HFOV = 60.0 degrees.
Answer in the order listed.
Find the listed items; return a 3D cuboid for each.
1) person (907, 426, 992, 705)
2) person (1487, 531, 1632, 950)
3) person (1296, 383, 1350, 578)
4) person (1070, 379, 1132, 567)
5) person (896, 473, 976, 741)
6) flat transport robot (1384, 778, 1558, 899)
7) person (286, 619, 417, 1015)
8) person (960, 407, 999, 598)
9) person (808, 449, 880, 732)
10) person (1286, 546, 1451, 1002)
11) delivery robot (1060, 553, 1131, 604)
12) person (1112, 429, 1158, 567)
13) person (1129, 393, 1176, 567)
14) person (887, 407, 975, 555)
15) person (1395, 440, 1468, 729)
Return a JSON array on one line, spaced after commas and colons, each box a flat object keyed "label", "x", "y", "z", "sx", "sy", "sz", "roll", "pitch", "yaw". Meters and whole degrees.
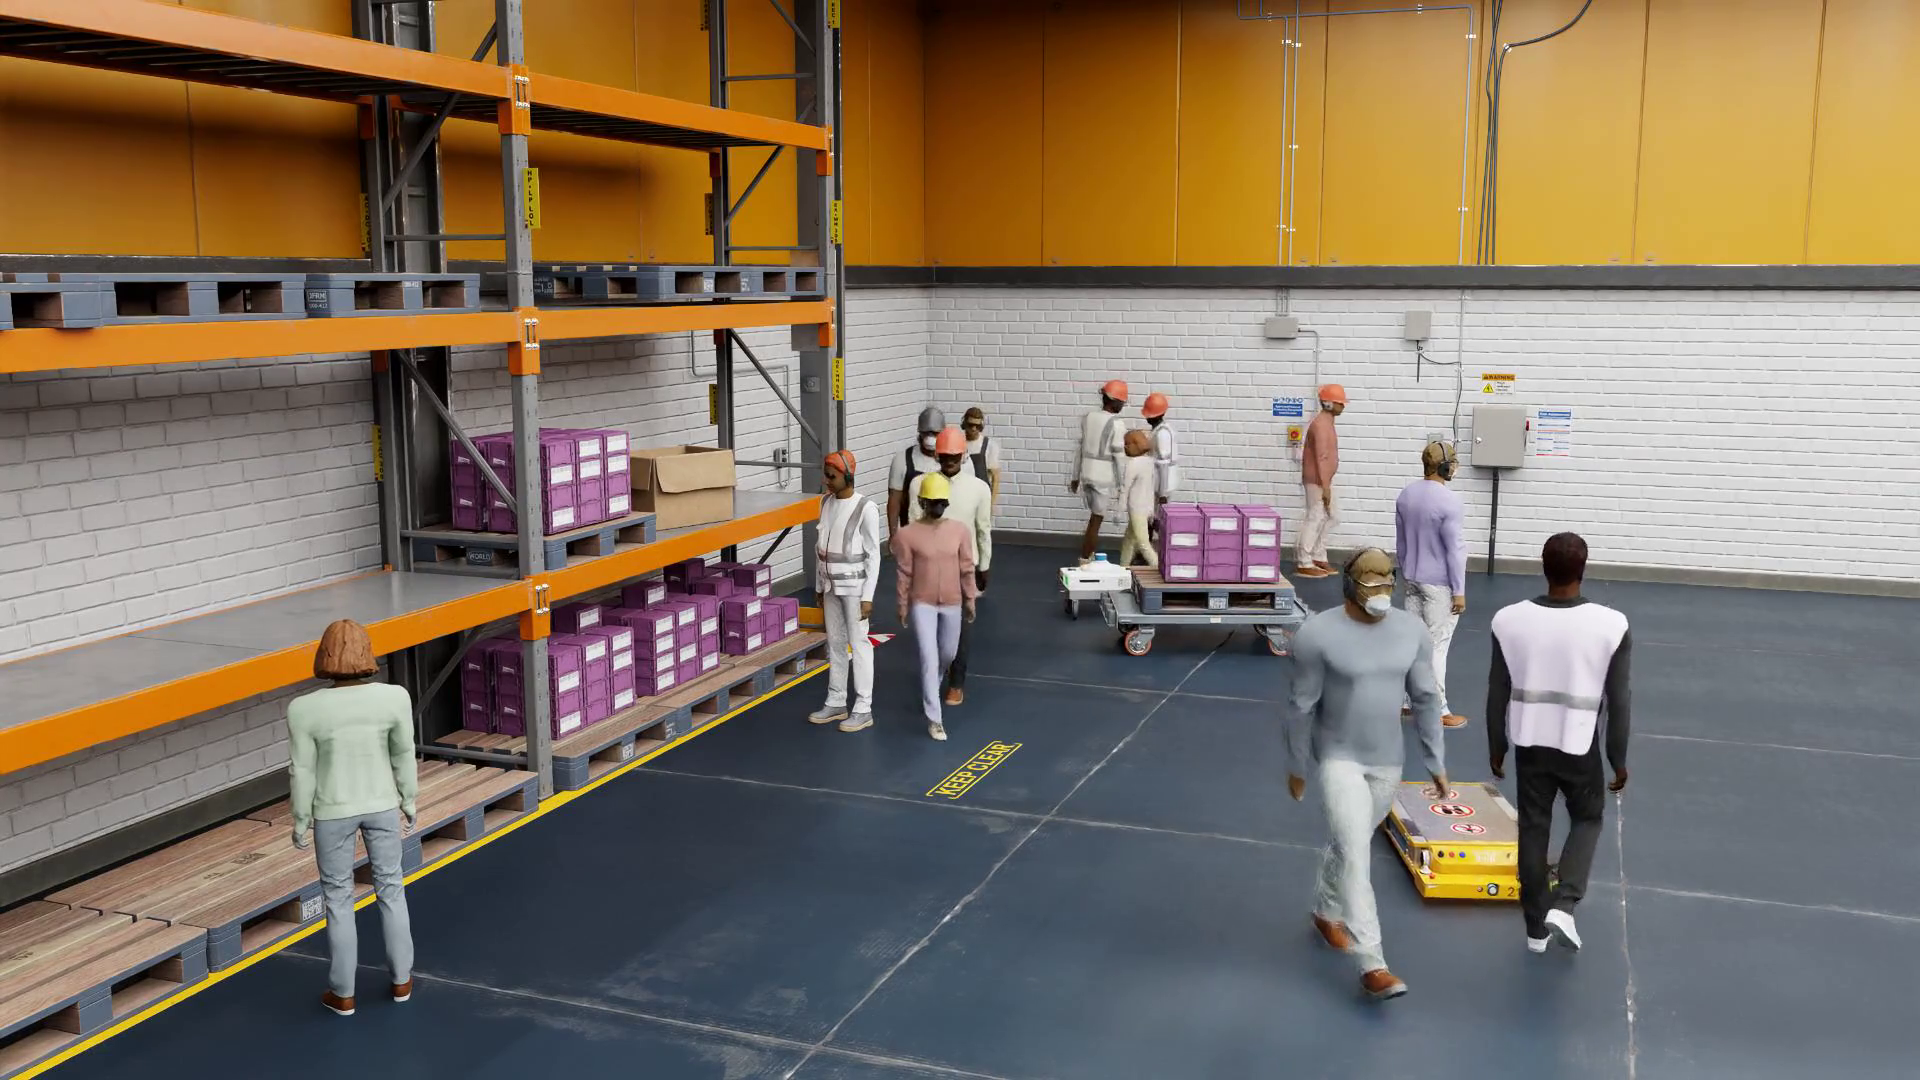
[{"label": "person", "x": -0.072, "y": 0.147, "z": 12.027, "sx": 0.617, "sy": 1.974, "sz": 0.826, "roll": 2, "pitch": 9, "yaw": 10}, {"label": "person", "x": 2.656, "y": 0.910, "z": 7.412, "sx": 0.613, "sy": 1.905, "sz": 0.440, "roll": 5, "pitch": 10, "yaw": 28}, {"label": "person", "x": 3.632, "y": -0.581, "z": 16.579, "sx": 0.574, "sy": 1.967, "sz": 0.645, "roll": 3, "pitch": 10, "yaw": 20}, {"label": "person", "x": 1.443, "y": -0.611, "z": 16.682, "sx": 0.647, "sy": 1.995, "sz": 0.705, "roll": -6, "pitch": 11, "yaw": -35}, {"label": "person", "x": -0.176, "y": 0.403, "z": 11.141, "sx": 0.531, "sy": 1.741, "sz": 0.805, "roll": -3, "pitch": 10, "yaw": -18}, {"label": "flat transport robot", "x": 2.592, "y": 1.525, "z": 8.677, "sx": 0.652, "sy": 0.197, "sz": 1.431, "roll": 0, "pitch": 9, "yaw": 3}, {"label": "person", "x": -2.493, "y": 1.135, "z": 6.863, "sx": 0.508, "sy": 1.632, "sz": 0.264, "roll": -6, "pitch": 11, "yaw": -32}, {"label": "person", "x": 0.110, "y": -0.332, "z": 15.502, "sx": 0.517, "sy": 1.816, "sz": 0.630, "roll": 1, "pitch": 9, "yaw": 9}, {"label": "person", "x": -0.773, "y": 0.331, "z": 11.122, "sx": 0.355, "sy": 1.887, "sz": 0.573, "roll": -9, "pitch": 13, "yaw": -43}, {"label": "person", "x": 1.748, "y": 0.965, "z": 7.120, "sx": 0.648, "sy": 1.883, "sz": 1.012, "roll": -2, "pitch": 9, "yaw": -13}, {"label": "delivery robot", "x": 1.251, "y": 0.363, "z": 14.797, "sx": 0.707, "sy": 0.478, "sz": 0.477, "roll": 0, "pitch": 9, "yaw": -3}, {"label": "person", "x": 1.697, "y": -0.264, "z": 15.844, "sx": 0.839, "sy": 1.590, "sz": 0.512, "roll": 5, "pitch": 10, "yaw": 30}, {"label": "person", "x": 1.999, "y": -0.563, "z": 16.842, "sx": 0.645, "sy": 1.872, "sz": 0.623, "roll": 1, "pitch": 9, "yaw": 7}, {"label": "person", "x": -0.241, "y": -0.117, "z": 13.451, "sx": 0.705, "sy": 2.000, "sz": 1.035, "roll": 1, "pitch": 9, "yaw": 7}, {"label": "person", "x": 3.170, "y": 0.297, "z": 11.170, "sx": 0.372, "sy": 1.940, "sz": 0.631, "roll": -4, "pitch": 10, "yaw": -23}]
